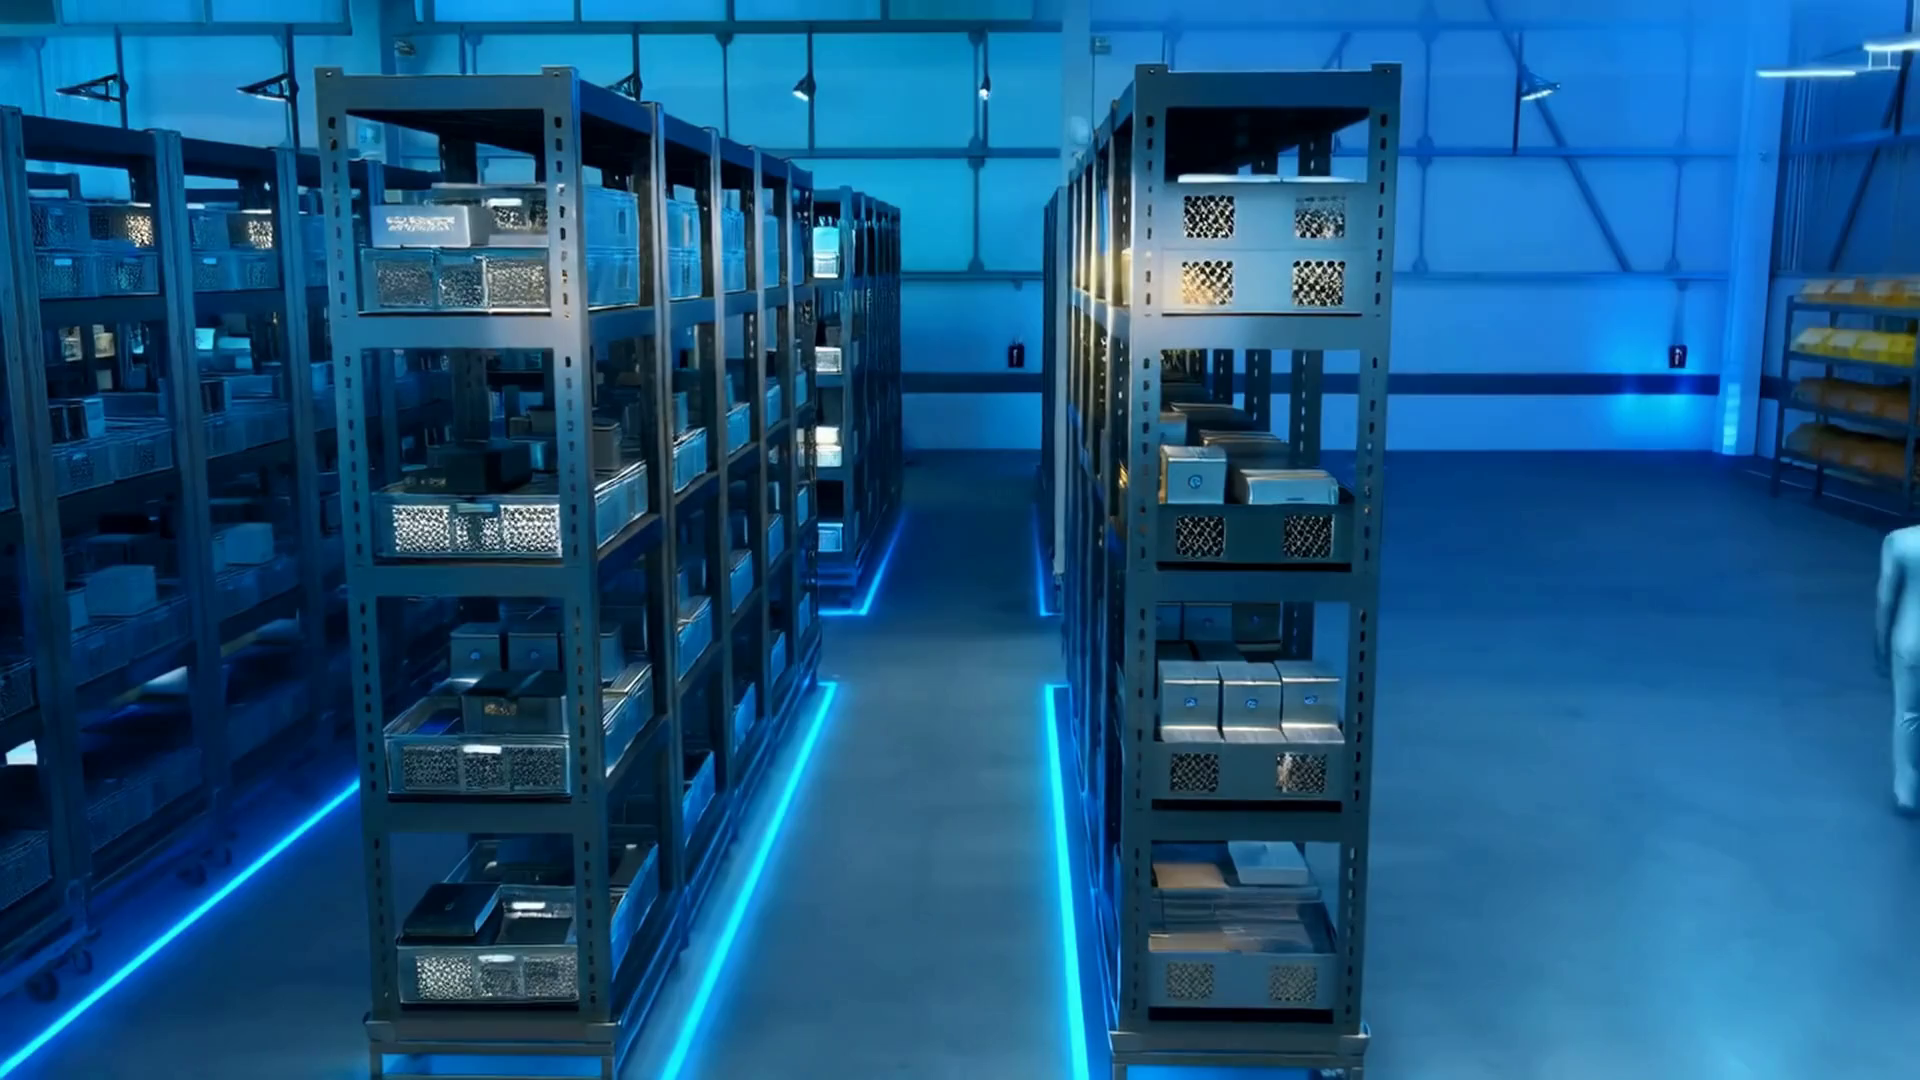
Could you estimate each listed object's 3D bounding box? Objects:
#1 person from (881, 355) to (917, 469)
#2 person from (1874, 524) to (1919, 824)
[{"bbox_3d":[-1.051,-1.870,23.608,0.941,1.770,0.597,-2,10,-12],"label":"person"},{"bbox_3d":[5.152,0.564,8.749,0.622,1.978,0.579,4,11,24],"label":"person"}]
